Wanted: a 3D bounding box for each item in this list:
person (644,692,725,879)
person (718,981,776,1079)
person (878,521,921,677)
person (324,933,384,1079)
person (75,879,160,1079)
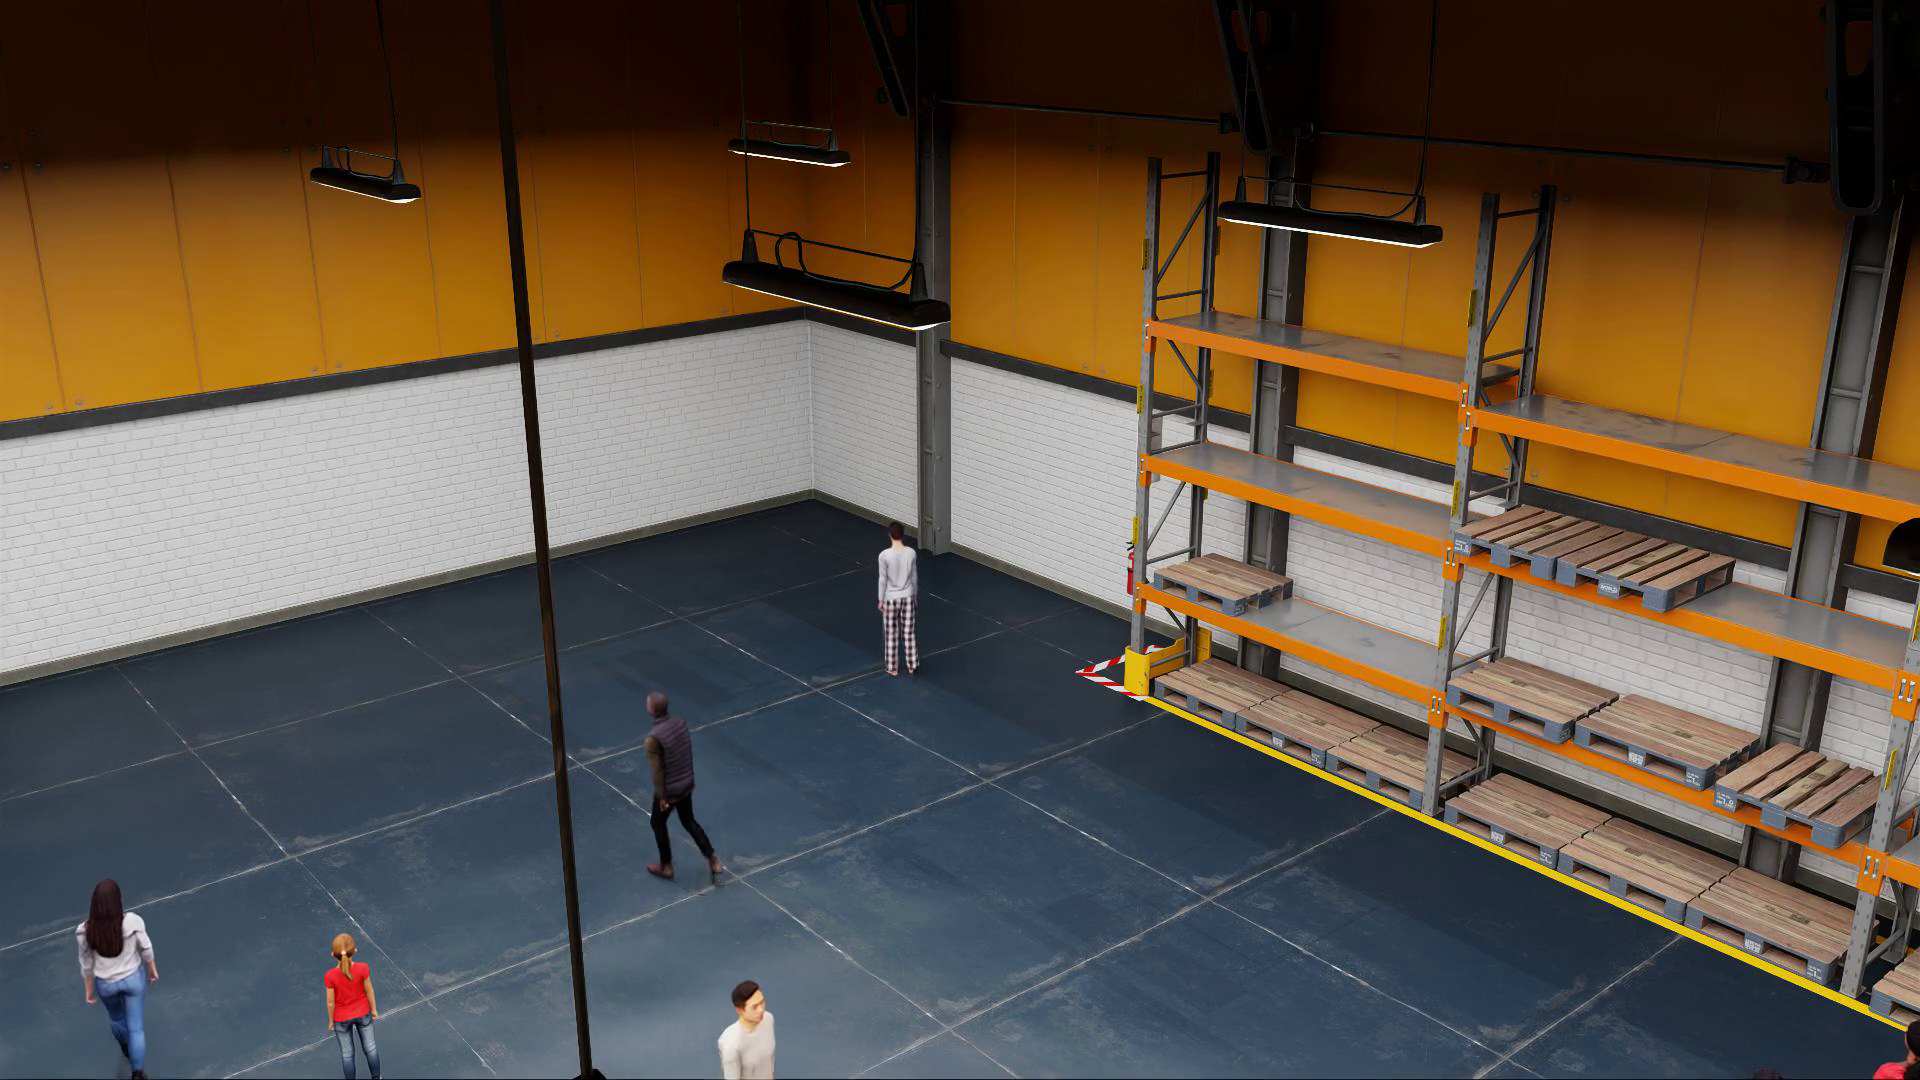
[{"bbox_3d":[-2.490,2.240,14.801,1.133,1.797,0.931,11,22,30],"label":"person"},{"bbox_3d":[-1.416,3.610,10.730,0.790,1.798,0.749,12,22,33],"label":"person"},{"bbox_3d":[-0.713,0.679,19.357,0.703,1.847,0.672,-6,20,-18],"label":"person"},{"bbox_3d":[-4.388,3.437,12.010,0.527,1.309,0.529,-10,21,-26],"label":"person"},{"bbox_3d":[-6.087,3.272,12.053,0.831,1.595,1.032,-7,20,-19],"label":"person"}]
